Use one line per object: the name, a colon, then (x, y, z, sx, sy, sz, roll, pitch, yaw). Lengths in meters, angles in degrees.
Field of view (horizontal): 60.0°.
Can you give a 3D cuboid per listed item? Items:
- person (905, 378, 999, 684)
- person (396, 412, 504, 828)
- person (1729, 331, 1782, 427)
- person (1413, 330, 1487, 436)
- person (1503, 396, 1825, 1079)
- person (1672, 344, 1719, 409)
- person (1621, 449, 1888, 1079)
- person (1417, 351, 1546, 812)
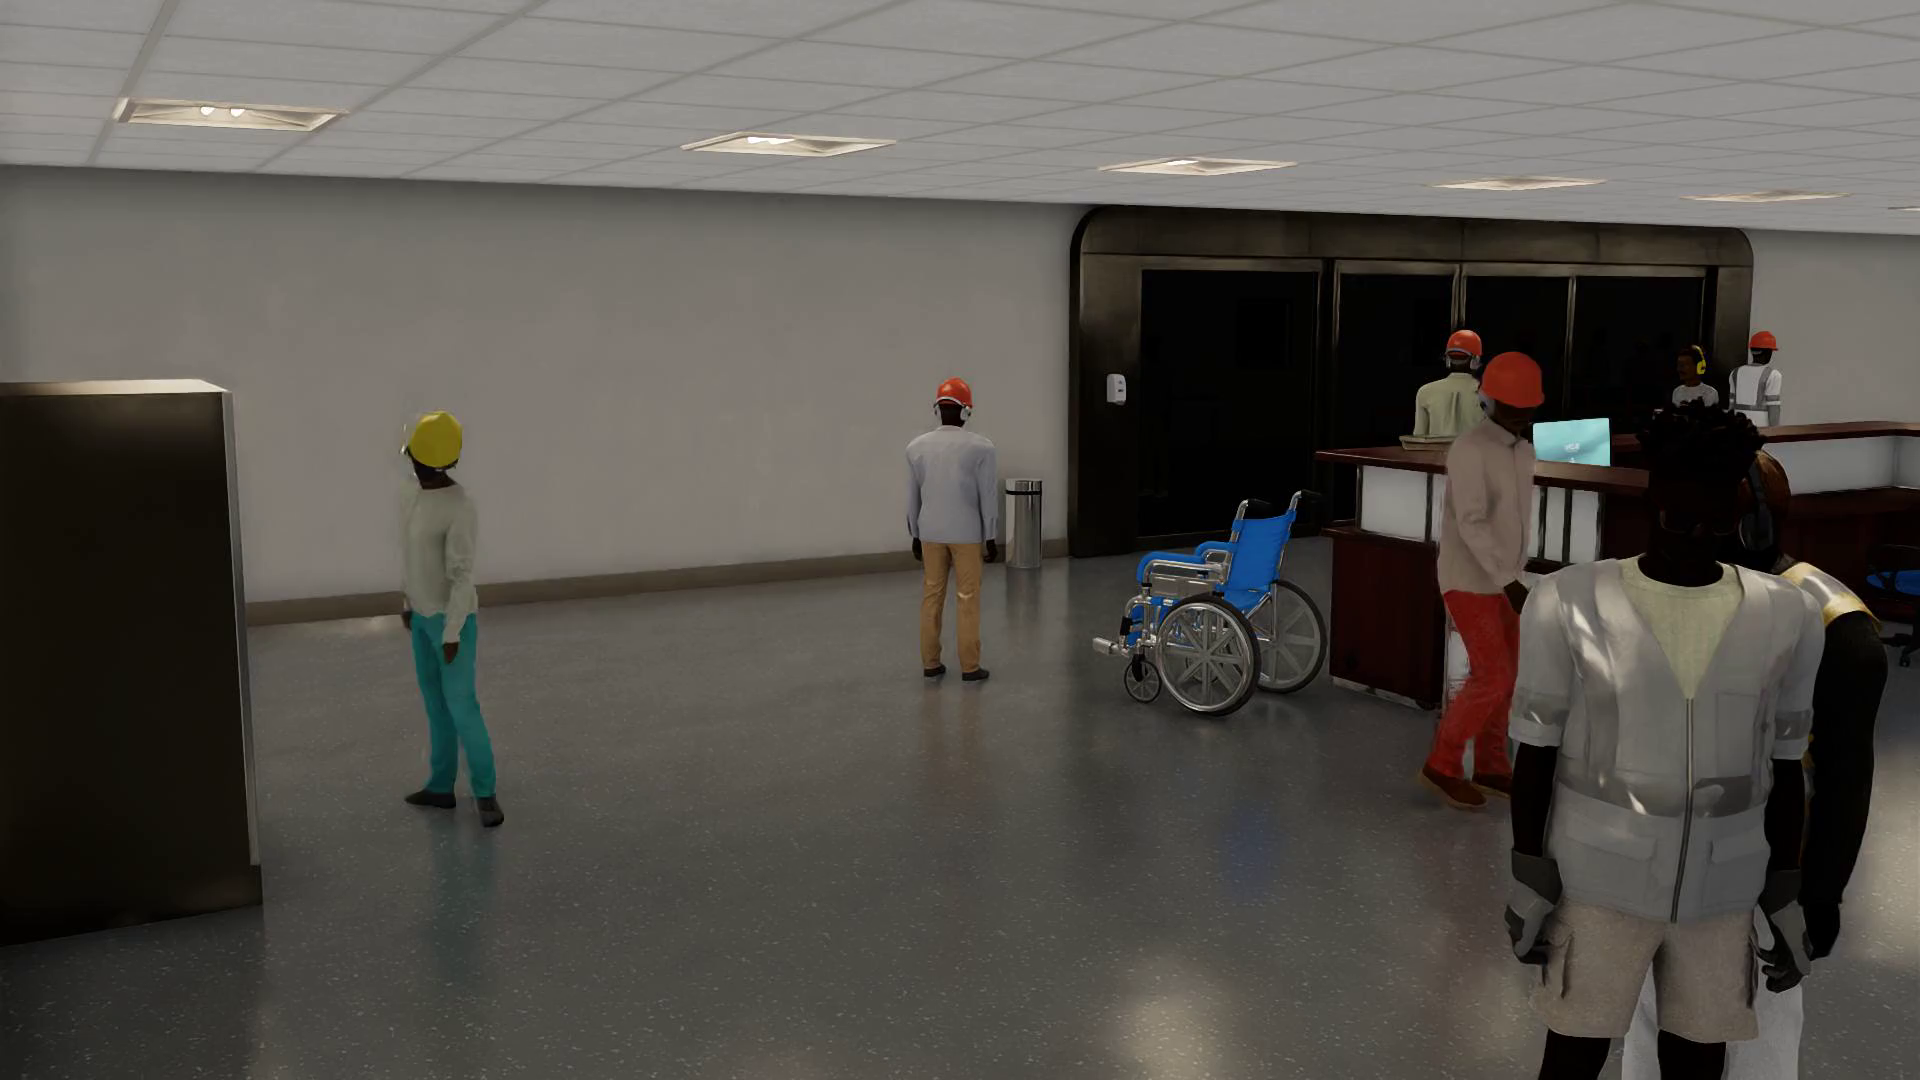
person: (-0.032, -0.054, 9.537, 0.564, 1.743, 0.352, 4, 9, 25)
person: (-2.190, 0.322, 6.911, 0.323, 1.722, 0.642, -7, 11, -43)
person: (7.766, -1.069, 16.241, 0.392, 1.929, 0.546, -4, 9, -27)
person: (3.446, -0.451, 11.502, 0.622, 1.993, 0.381, 4, 9, 28)
person: (1.414, 0.690, 3.374, 0.600, 1.959, 0.380, 1, 8, 7)
person: (5.602, -0.575, 12.856, 0.328, 1.873, 0.512, -2, 8, -15)
person: (1.679, 0.704, 3.724, 0.430, 1.840, 0.621, -5, 9, -30)
person: (2.258, 0.188, 6.988, 0.621, 1.959, 0.499, -8, 11, -43)
